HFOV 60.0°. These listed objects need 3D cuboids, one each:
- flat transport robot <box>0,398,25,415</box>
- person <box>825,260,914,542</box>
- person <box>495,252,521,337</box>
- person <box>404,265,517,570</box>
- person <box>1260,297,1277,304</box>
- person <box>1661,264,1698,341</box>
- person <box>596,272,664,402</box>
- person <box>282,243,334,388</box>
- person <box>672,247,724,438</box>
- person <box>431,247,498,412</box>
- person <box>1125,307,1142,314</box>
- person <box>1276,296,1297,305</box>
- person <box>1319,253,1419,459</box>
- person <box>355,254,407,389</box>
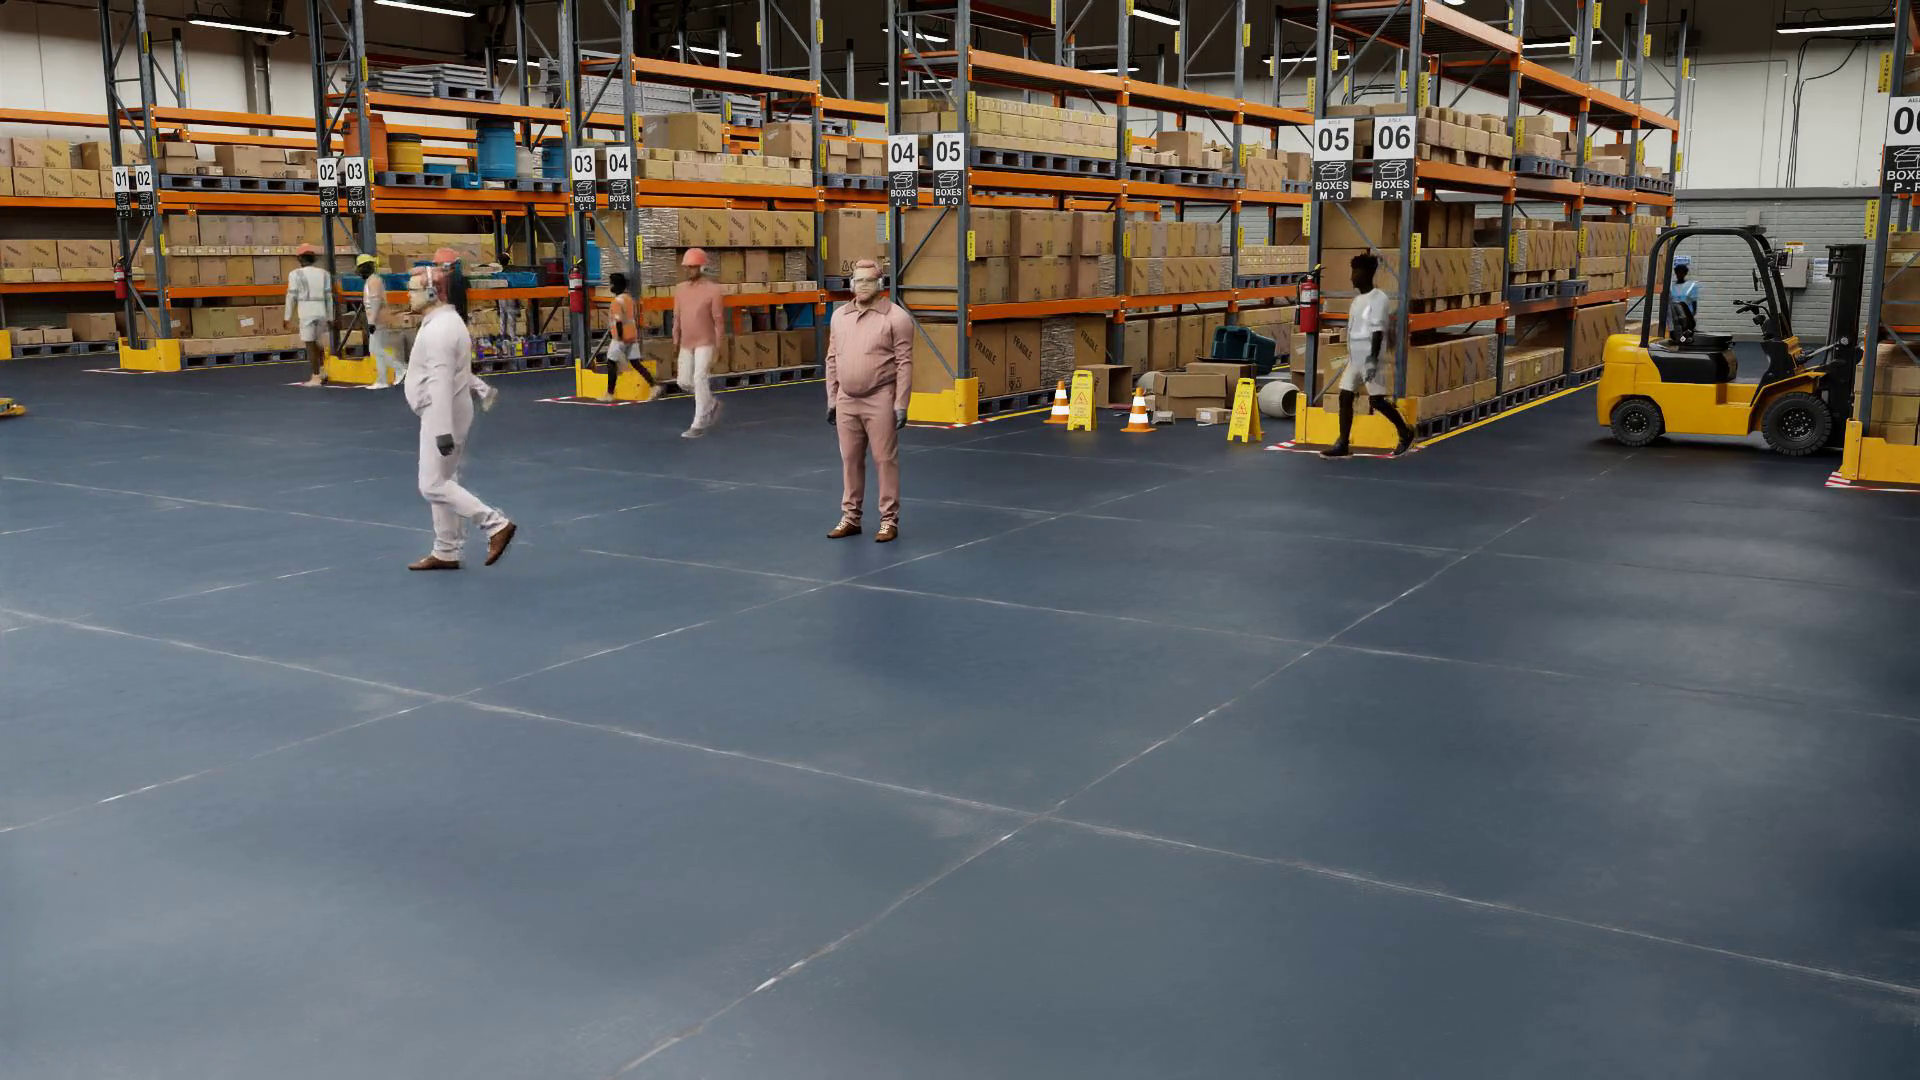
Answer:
[{"bbox_3d":[-11.305,-1.466,18.857,0.652,0.197,1.431,0,10,-3],"label":"flat transport robot"},{"bbox_3d":[-0.643,-0.940,11.330,0.651,1.906,0.409,5,11,25],"label":"person"},{"bbox_3d":[-7.725,-3.978,28.439,0.513,1.877,0.328,5,11,25],"label":"person"},{"bbox_3d":[-3.106,-0.729,10.190,0.583,1.889,0.654,-2,10,-10],"label":"person"},{"bbox_3d":[6.302,-4.877,33.506,1.014,1.874,0.645,-1,10,-7],"label":"person"},{"bbox_3d":[11.770,-3.676,27.273,0.558,1.673,0.659,6,12,30],"label":"person"},{"bbox_3d":[-4.204,-2.569,21.124,0.826,1.666,0.526,3,11,16],"label":"person"},{"bbox_3d":[-9.137,-3.139,23.350,0.499,2.018,0.637,6,12,29],"label":"person"},{"bbox_3d":[-2.721,-2.070,17.444,0.629,1.981,0.648,6,12,31],"label":"person"},{"bbox_3d":[-5.874,-2.422,19.430,0.760,1.976,0.623,-3,11,-15],"label":"person"},{"bbox_3d":[3.031,-4.294,30.038,0.550,1.933,0.375,5,11,26],"label":"person"},{"bbox_3d":[6.514,-4.699,32.691,0.718,1.804,0.673,-6,12,-29],"label":"person"},{"bbox_3d":[3.869,-1.707,15.548,0.892,1.938,0.608,-3,11,-16],"label":"person"},{"bbox_3d":[-8.085,-3.034,23.148,0.588,1.872,0.641,-3,11,-19],"label":"person"}]
